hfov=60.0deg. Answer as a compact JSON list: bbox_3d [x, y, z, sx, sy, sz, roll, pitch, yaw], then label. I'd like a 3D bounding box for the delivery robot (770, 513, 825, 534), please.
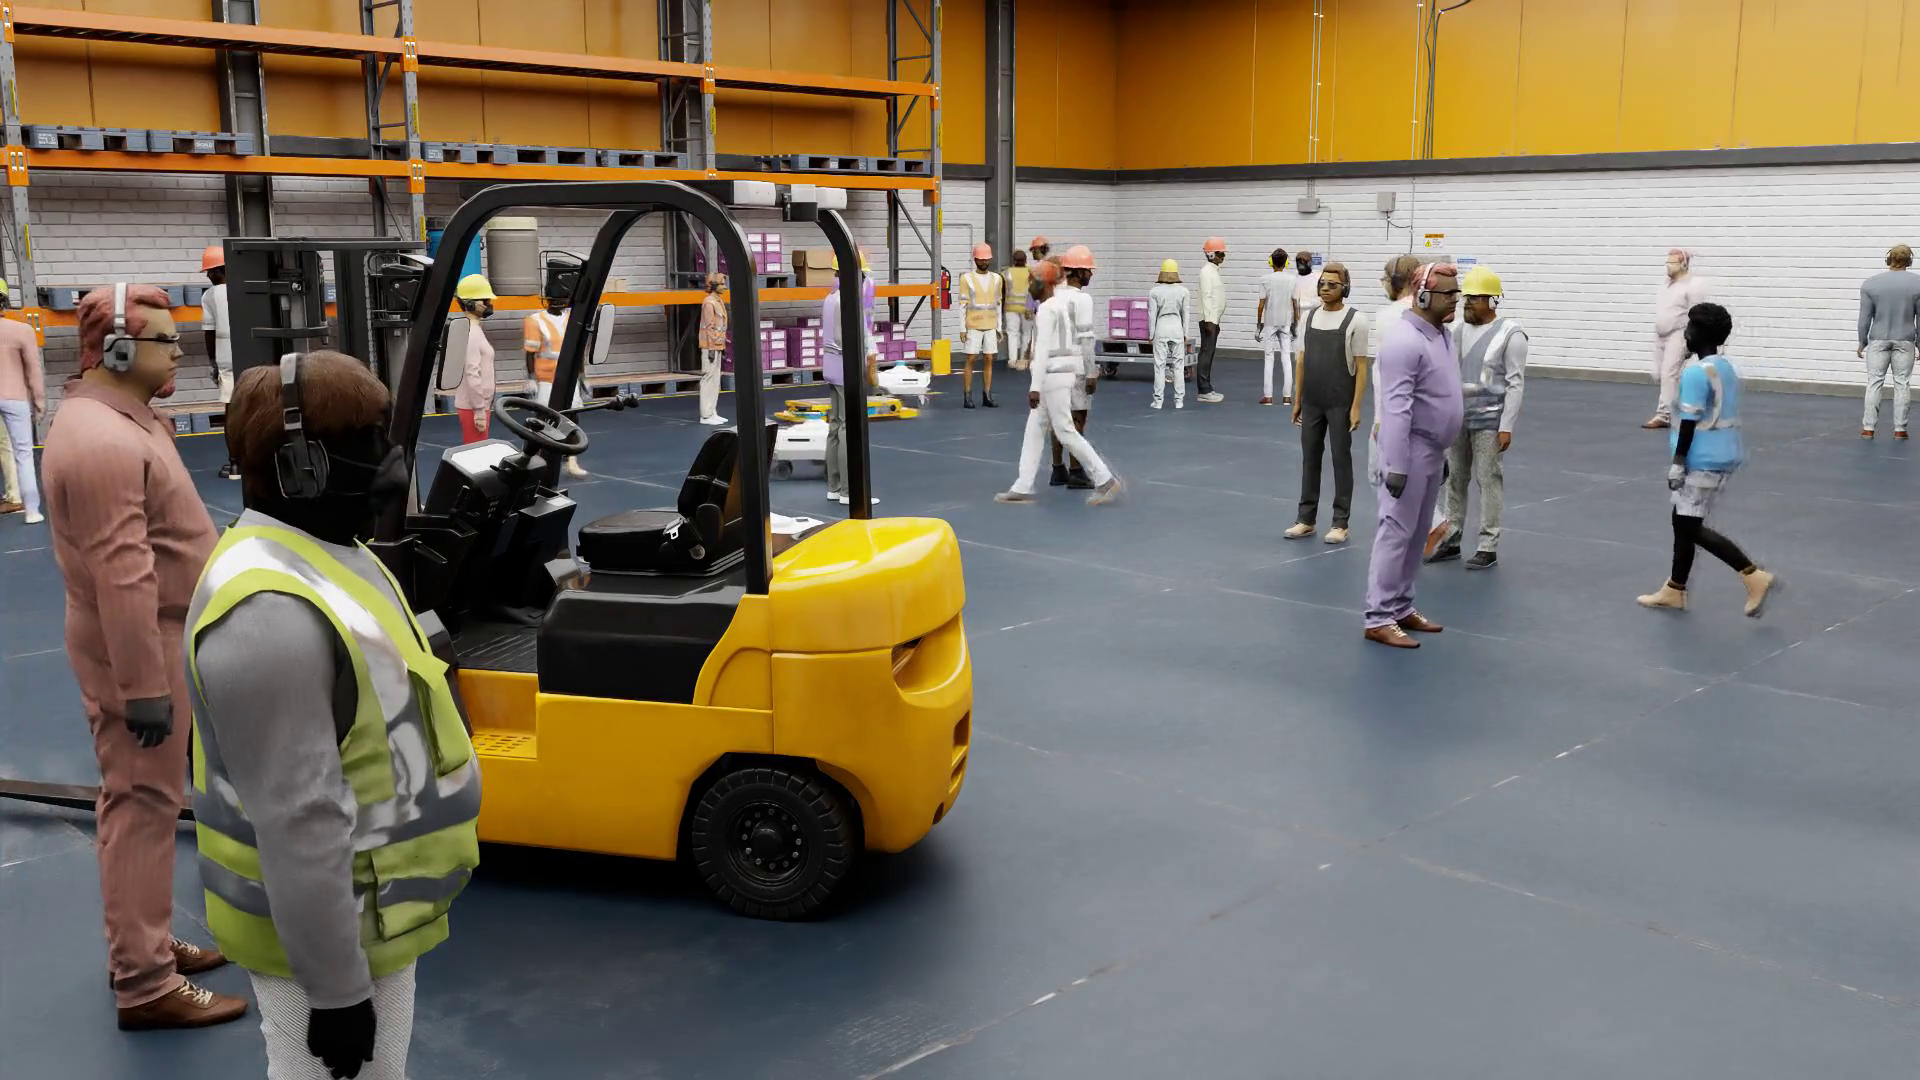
[{"bbox_3d":[-1.105,0.019,9.239,0.707,0.478,0.477,-7,13,-34],"label":"delivery robot"}]

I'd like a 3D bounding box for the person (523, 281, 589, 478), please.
[{"bbox_3d":[-3.334,-1.311,13.679,0.563,1.685,0.335,-10,14,-44],"label":"person"}]

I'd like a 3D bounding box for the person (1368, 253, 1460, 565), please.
[{"bbox_3d":[2.735,-0.748,9.963,0.660,1.917,0.579,-10,14,-43],"label":"person"}]

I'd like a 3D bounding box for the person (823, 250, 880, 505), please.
[{"bbox_3d":[-0.840,-1.223,12.522,0.370,1.927,0.588,-5,11,-24],"label":"person"}]

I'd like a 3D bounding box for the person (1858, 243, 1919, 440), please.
[{"bbox_3d":[9.222,-1.952,16.468,0.629,1.940,0.373,6,12,28],"label":"person"}]

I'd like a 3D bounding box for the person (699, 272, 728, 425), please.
[{"bbox_3d":[-2.642,-2.045,17.836,0.322,1.630,0.515,0,10,1],"label":"person"}]

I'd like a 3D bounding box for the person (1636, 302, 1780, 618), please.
[{"bbox_3d":[3.972,-0.405,8.733,0.675,1.677,0.533,8,13,38],"label":"person"}]

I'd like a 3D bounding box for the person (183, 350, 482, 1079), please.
[{"bbox_3d":[-0.992,0.617,2.717,0.429,1.846,0.626,-3,11,-16],"label":"person"}]

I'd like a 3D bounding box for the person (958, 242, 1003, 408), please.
[{"bbox_3d":[0.259,-2.508,19.506,0.551,1.935,0.375,-4,11,-21],"label":"person"}]

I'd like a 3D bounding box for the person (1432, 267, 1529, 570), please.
[{"bbox_3d":[3.132,-0.740,10.149,0.404,1.833,0.587,-8,13,-36],"label":"person"}]

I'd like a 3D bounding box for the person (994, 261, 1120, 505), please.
[{"bbox_3d":[0.759,-1.167,12.484,0.930,1.843,0.653,2,11,9],"label":"person"}]

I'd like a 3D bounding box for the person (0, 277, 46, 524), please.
[{"bbox_3d":[-6.686,-0.969,11.603,0.535,1.756,0.360,-5,11,-23],"label":"person"}]

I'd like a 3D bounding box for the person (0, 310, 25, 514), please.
[{"bbox_3d":[-7.048,-0.999,12.137,0.282,1.627,0.504,-6,12,-31],"label":"person"}]

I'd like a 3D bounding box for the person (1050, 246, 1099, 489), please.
[{"bbox_3d":[0.928,-1.376,13.325,0.357,1.936,0.551,-6,12,-29],"label":"person"}]

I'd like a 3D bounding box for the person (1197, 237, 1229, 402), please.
[{"bbox_3d":[3.079,-2.694,20.354,0.379,1.996,0.611,3,11,16],"label":"person"}]

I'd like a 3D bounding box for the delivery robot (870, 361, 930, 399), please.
[{"bbox_3d":[-0.700,-1.860,19.483,0.707,0.478,0.477,0,10,0],"label":"delivery robot"}]

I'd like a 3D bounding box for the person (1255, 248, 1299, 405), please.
[{"bbox_3d":[3.787,-2.545,19.892,0.518,1.870,0.323,0,10,-1],"label":"person"}]

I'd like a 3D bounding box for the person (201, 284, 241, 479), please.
[{"bbox_3d":[-5.941,-1.477,13.803,0.609,1.965,0.369,0,10,2],"label":"person"}]

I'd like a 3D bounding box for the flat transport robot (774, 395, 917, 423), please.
[{"bbox_3d":[-1.250,-1.436,18.204,1.431,0.197,0.652,-6,12,-31],"label":"flat transport robot"}]

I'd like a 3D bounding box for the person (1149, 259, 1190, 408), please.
[{"bbox_3d":[2.441,-2.412,19.507,0.487,1.744,0.294,-1,10,-3],"label":"person"}]

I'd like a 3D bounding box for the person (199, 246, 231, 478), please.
[{"bbox_3d":[-6.124,-1.485,13.950,0.374,1.928,0.542,-3,11,-15],"label":"person"}]

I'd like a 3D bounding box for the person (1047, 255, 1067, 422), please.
[{"bbox_3d":[1.130,-2.195,18.143,0.848,1.814,0.569,-7,13,-34],"label":"person"}]

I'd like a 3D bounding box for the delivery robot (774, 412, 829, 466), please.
[{"bbox_3d":[-1.204,-0.822,13.825,0.707,0.478,0.477,0,10,-1],"label":"delivery robot"}]

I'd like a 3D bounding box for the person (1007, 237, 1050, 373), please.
[{"bbox_3d":[1.121,-3.406,24.264,1.032,1.972,0.765,4,11,22],"label":"person"}]

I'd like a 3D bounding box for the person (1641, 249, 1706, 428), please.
[{"bbox_3d":[7.556,-2.114,17.504,0.686,1.886,0.646,-2,11,-11],"label":"person"}]

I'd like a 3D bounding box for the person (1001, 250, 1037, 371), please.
[{"bbox_3d":[0.891,-3.451,25.008,0.642,1.812,0.857,0,10,-3],"label":"person"}]

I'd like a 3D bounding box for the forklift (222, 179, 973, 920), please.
[{"bbox_3d":[-1.114,-0.058,5.440,2.313,2.155,1.214,2,11,13],"label":"forklift"}]

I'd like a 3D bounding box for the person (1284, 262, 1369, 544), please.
[{"bbox_3d":[2.426,-0.899,10.981,0.505,1.847,0.346,9,13,39],"label":"person"}]

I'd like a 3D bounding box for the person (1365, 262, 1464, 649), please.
[{"bbox_3d":[2.274,-0.417,8.242,0.406,1.895,0.663,7,12,32],"label":"person"}]

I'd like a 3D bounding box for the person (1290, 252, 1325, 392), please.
[{"bbox_3d":[4.366,-2.786,21.384,0.657,1.804,0.860,7,12,34],"label":"person"}]

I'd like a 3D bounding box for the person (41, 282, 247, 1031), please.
[{"bbox_3d":[-2.094,0.297,4.297,0.403,1.904,0.651,-5,12,-27],"label":"person"}]

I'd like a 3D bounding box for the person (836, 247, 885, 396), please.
[{"bbox_3d":[-1.161,-2.437,19.261,0.568,1.878,0.990,-8,13,-37],"label":"person"}]

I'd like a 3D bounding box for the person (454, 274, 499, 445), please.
[{"bbox_3d":[-3.176,-0.863,11.011,0.322,1.768,0.530,-3,11,-15],"label":"person"}]
